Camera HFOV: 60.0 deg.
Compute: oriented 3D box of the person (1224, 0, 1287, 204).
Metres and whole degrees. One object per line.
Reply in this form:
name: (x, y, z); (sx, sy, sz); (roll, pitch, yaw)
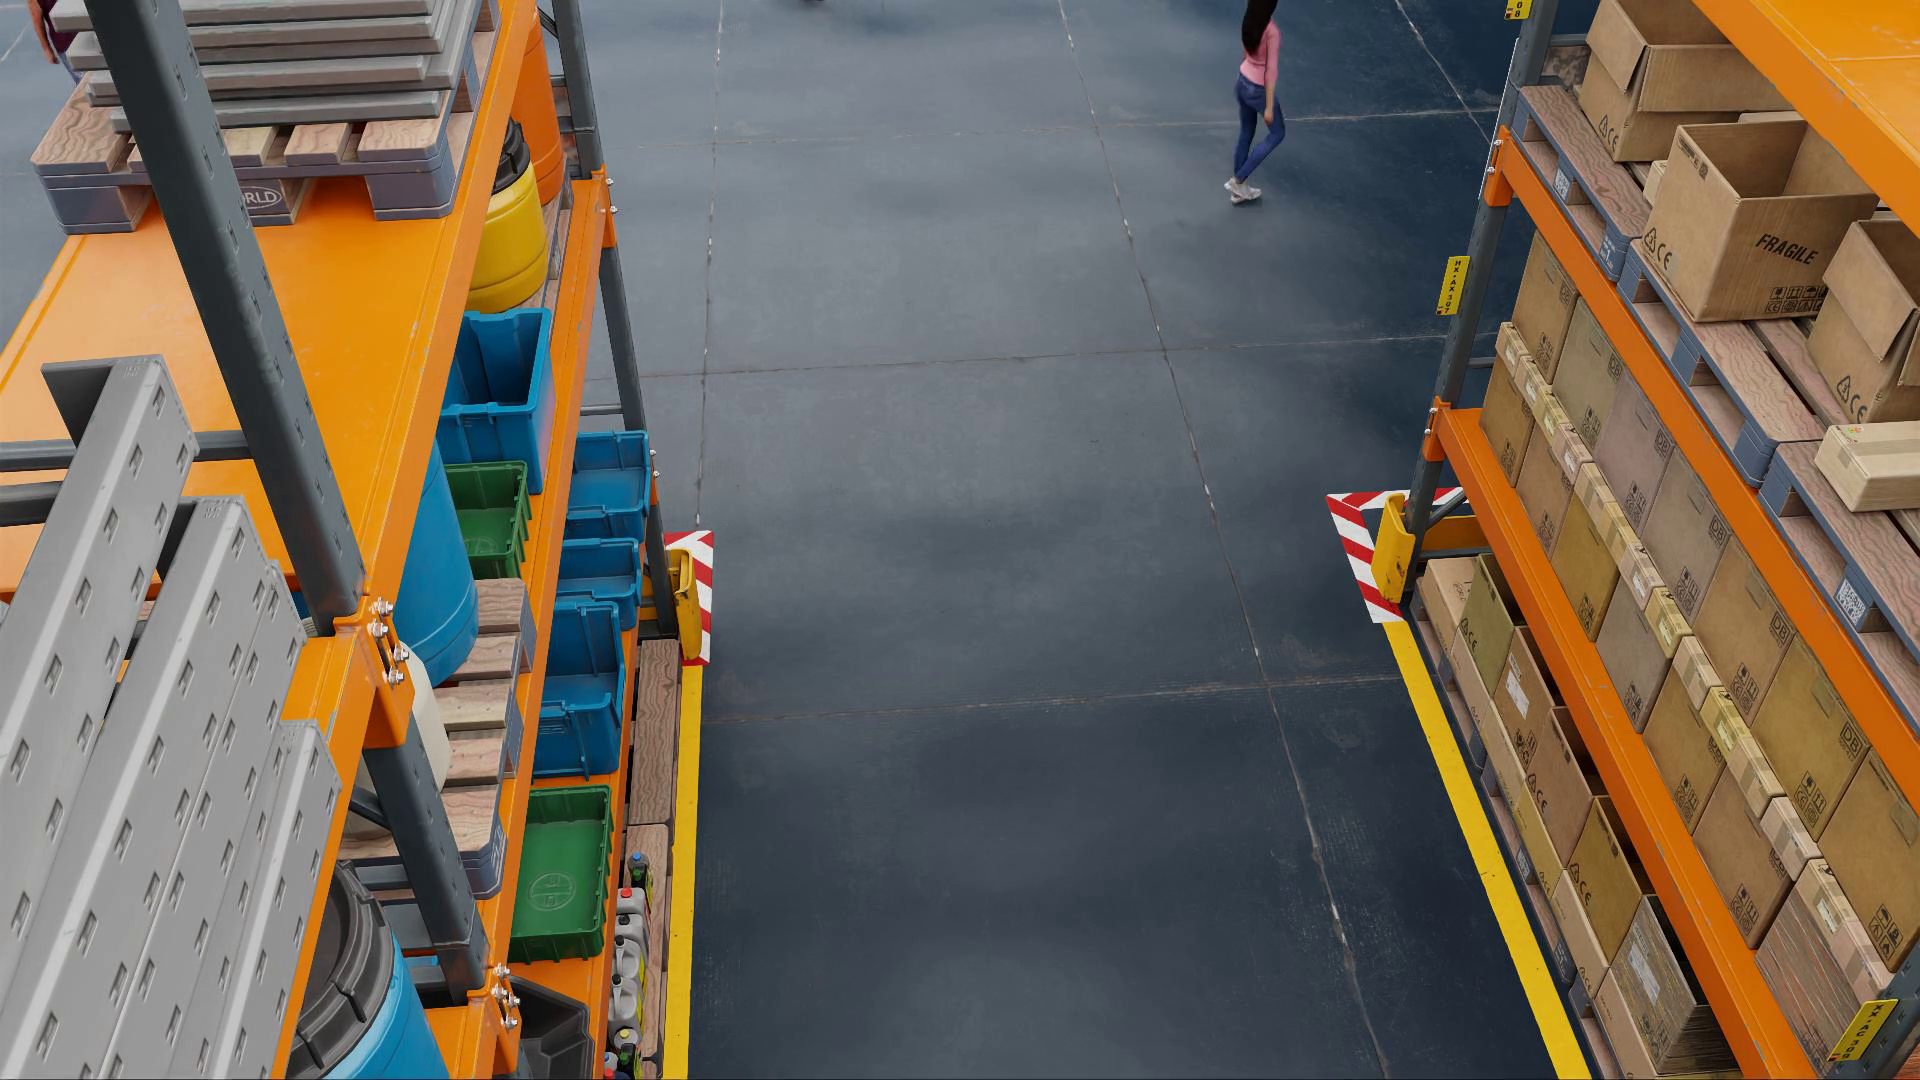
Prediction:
person: (2.016, -3.149, 11.699); (0.742, 1.739, 0.660); (-16, 45, -17)
